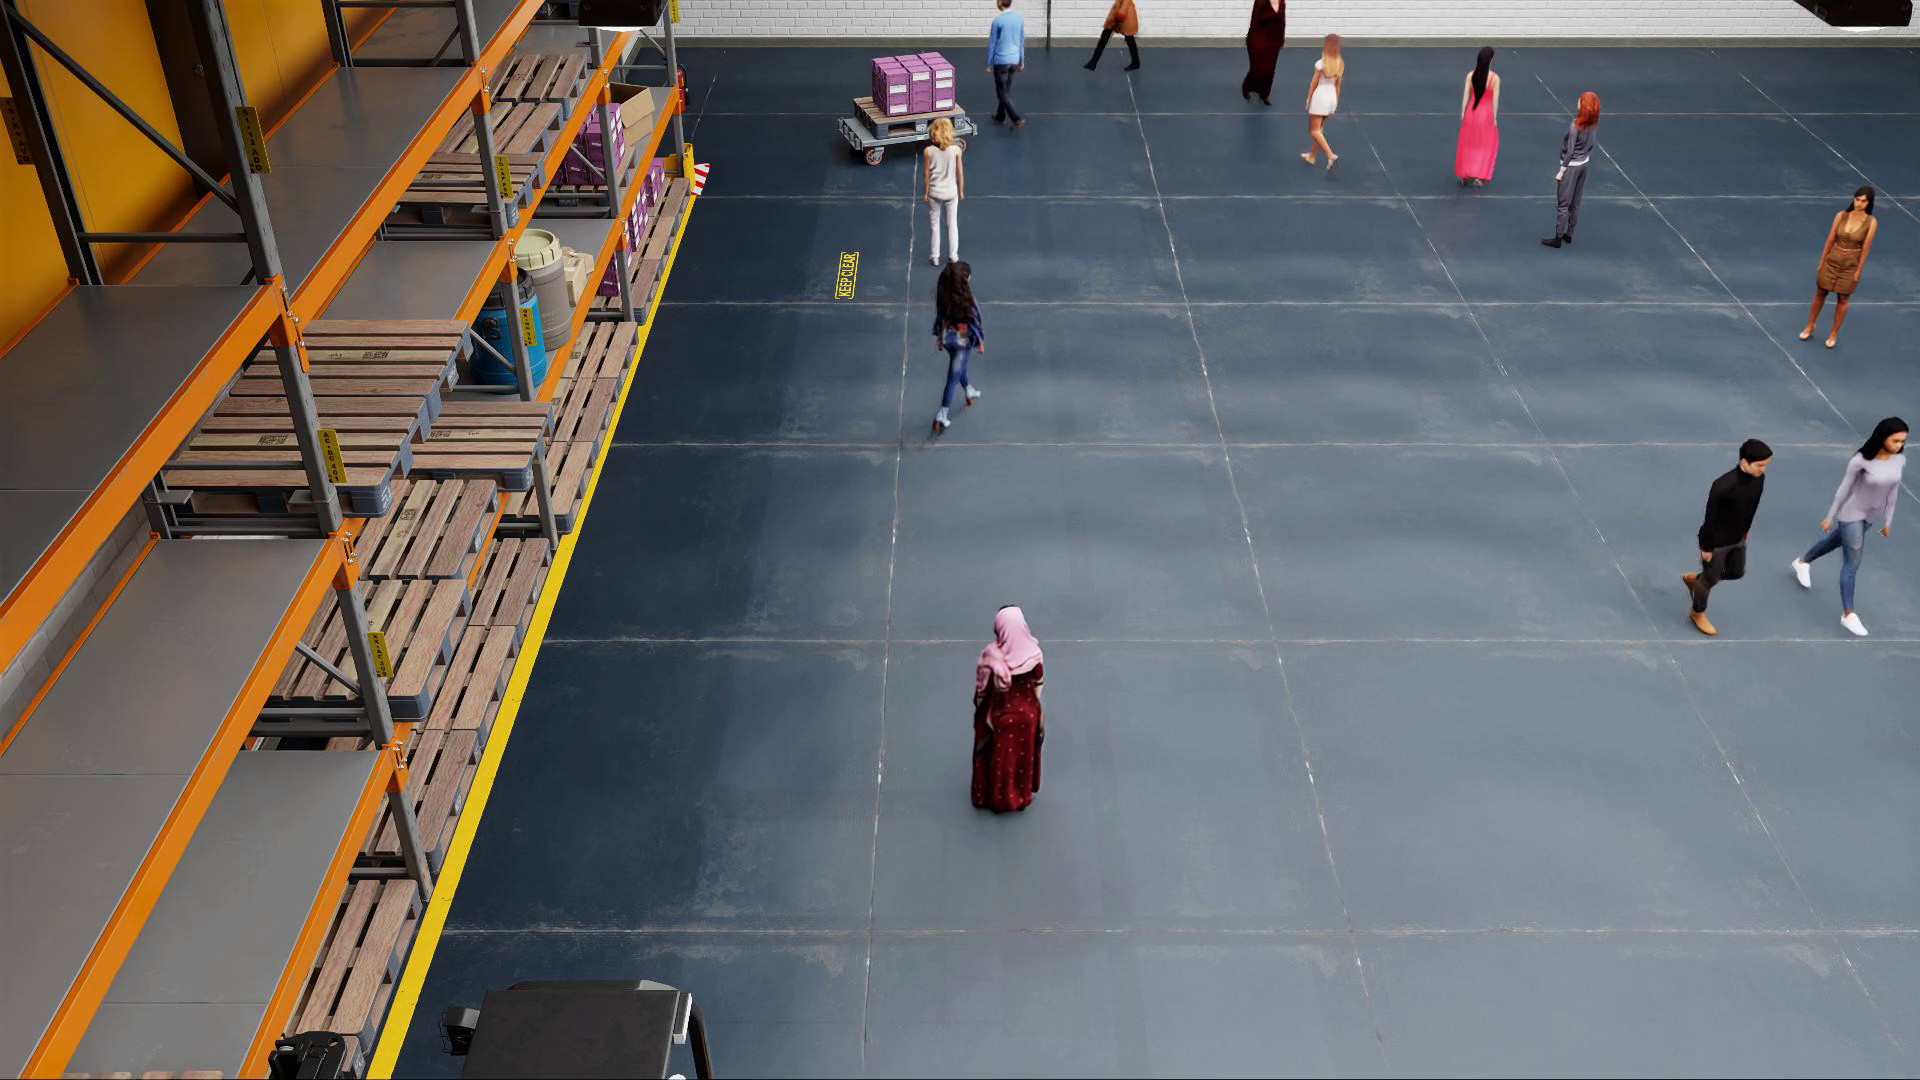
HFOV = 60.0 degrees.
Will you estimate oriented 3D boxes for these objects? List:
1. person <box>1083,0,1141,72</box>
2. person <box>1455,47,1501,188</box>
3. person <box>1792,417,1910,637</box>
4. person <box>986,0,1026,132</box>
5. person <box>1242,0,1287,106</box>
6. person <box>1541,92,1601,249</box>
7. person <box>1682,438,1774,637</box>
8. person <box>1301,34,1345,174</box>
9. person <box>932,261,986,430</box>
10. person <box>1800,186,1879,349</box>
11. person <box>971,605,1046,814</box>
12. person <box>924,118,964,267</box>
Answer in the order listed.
[{"bbox_3d":[2.415,-7.468,23.768,1.092,1.673,1.170,-14,36,-21],"label":"person"},{"bbox_3d":[6.264,-5.100,20.161,0.784,1.721,0.809,22,39,29],"label":"person"},{"bbox_3d":[6.877,-0.224,12.858,0.810,1.684,1.265,-6,34,-9],"label":"person"},{"bbox_3d":[0.644,-6.274,21.873,1.034,1.782,1.173,-22,40,-30],"label":"person"},{"bbox_3d":[4.133,-6.815,22.723,0.838,1.741,0.855,-19,38,-27],"label":"person"},{"bbox_3d":[6.898,-4.170,18.709,0.657,1.779,0.677,-22,39,-29],"label":"person"},{"bbox_3d":[5.760,-0.086,12.628,0.832,1.709,0.887,-17,37,-24],"label":"person"},{"bbox_3d":[4.544,-5.399,20.655,0.865,1.673,1.084,-15,36,-21],"label":"person"},{"bbox_3d":[-0.062,-1.758,15.265,1.007,1.575,1.152,21,39,29],"label":"person"},{"bbox_3d":[8.833,-2.743,16.648,0.632,1.685,0.683,26,42,34],"label":"person"},{"bbox_3d":[0.316,1.118,10.885,0.724,1.634,0.685,-9,35,-13],"label":"person"},{"bbox_3d":[-0.193,-3.833,18.300,0.593,1.671,0.536,-1,34,-2],"label":"person"}]
